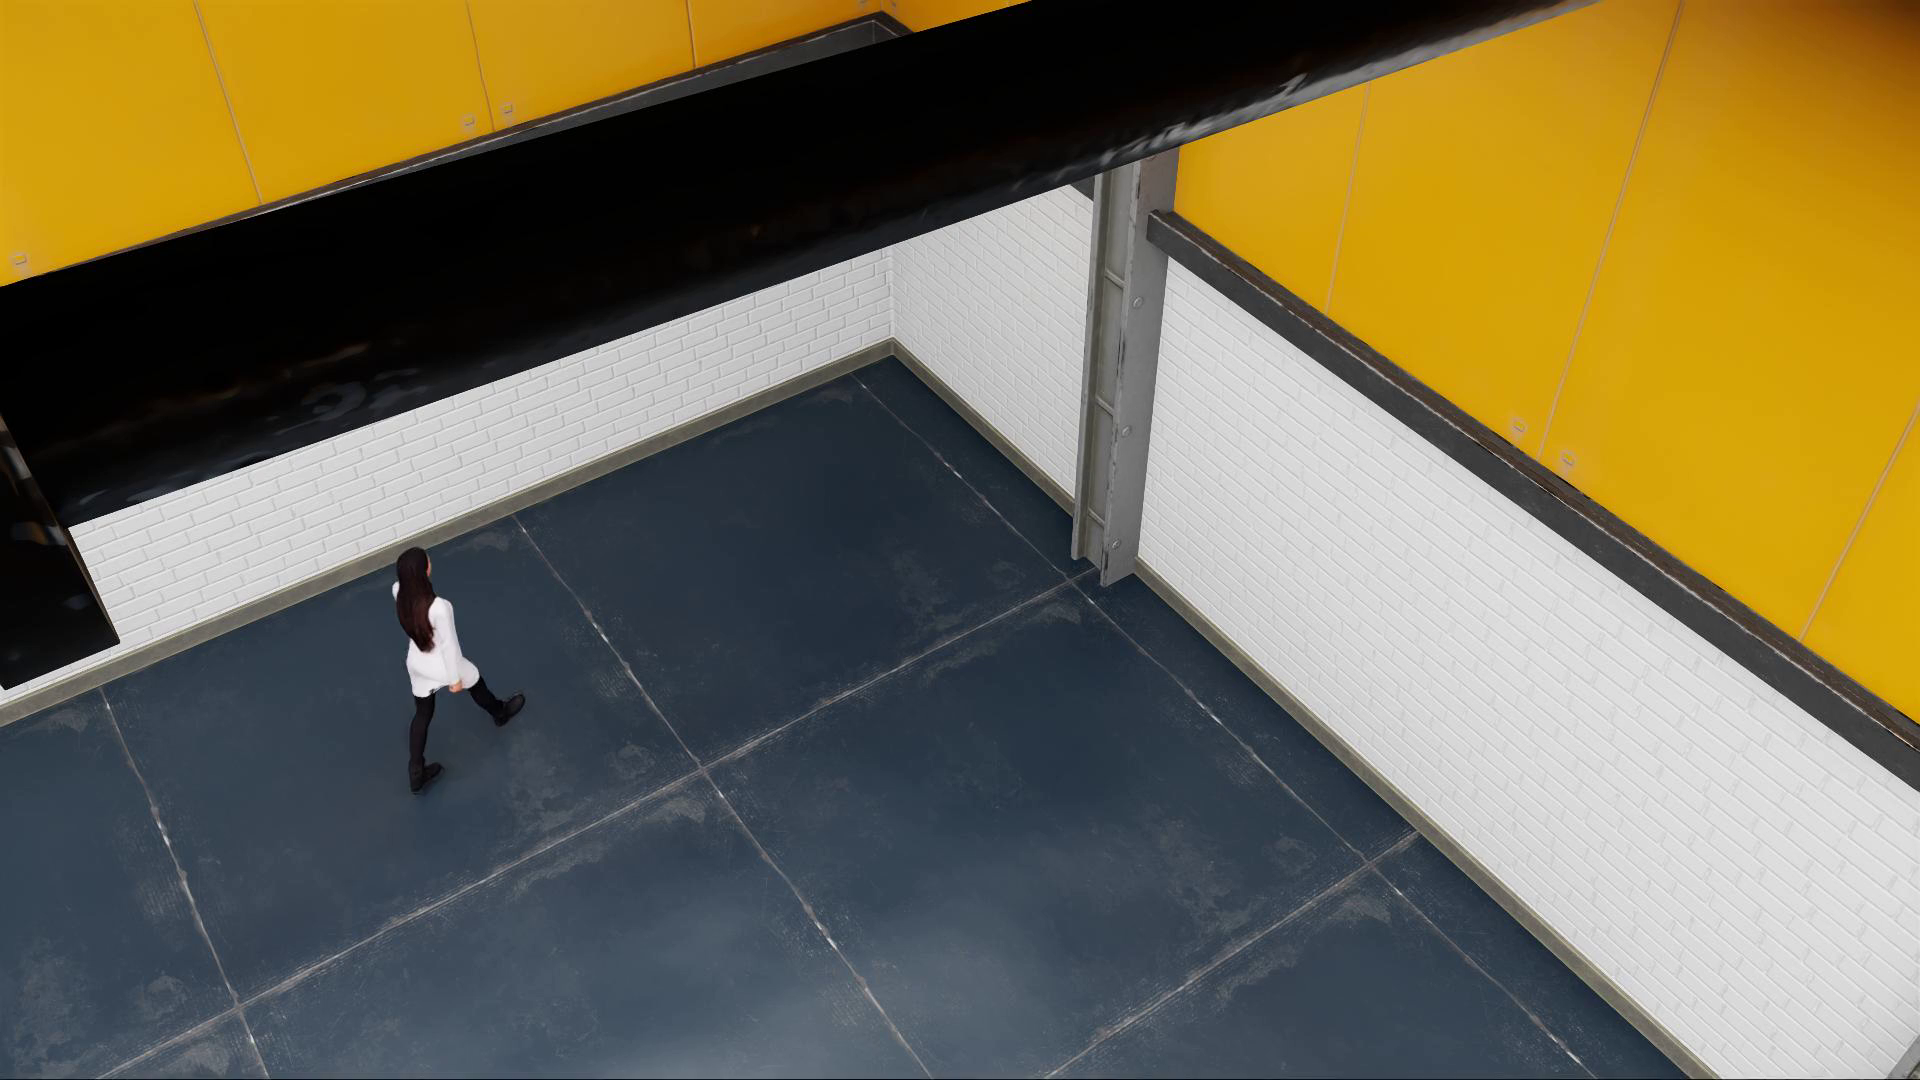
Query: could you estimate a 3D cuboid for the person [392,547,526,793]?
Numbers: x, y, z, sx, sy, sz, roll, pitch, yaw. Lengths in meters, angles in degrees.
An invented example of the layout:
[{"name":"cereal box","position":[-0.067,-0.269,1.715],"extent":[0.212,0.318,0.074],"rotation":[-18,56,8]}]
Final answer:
[{"name":"person","position":[-3.269,0.824,10.156],"extent":[1.205,1.756,1.041],"rotation":[21,47,20]}]
